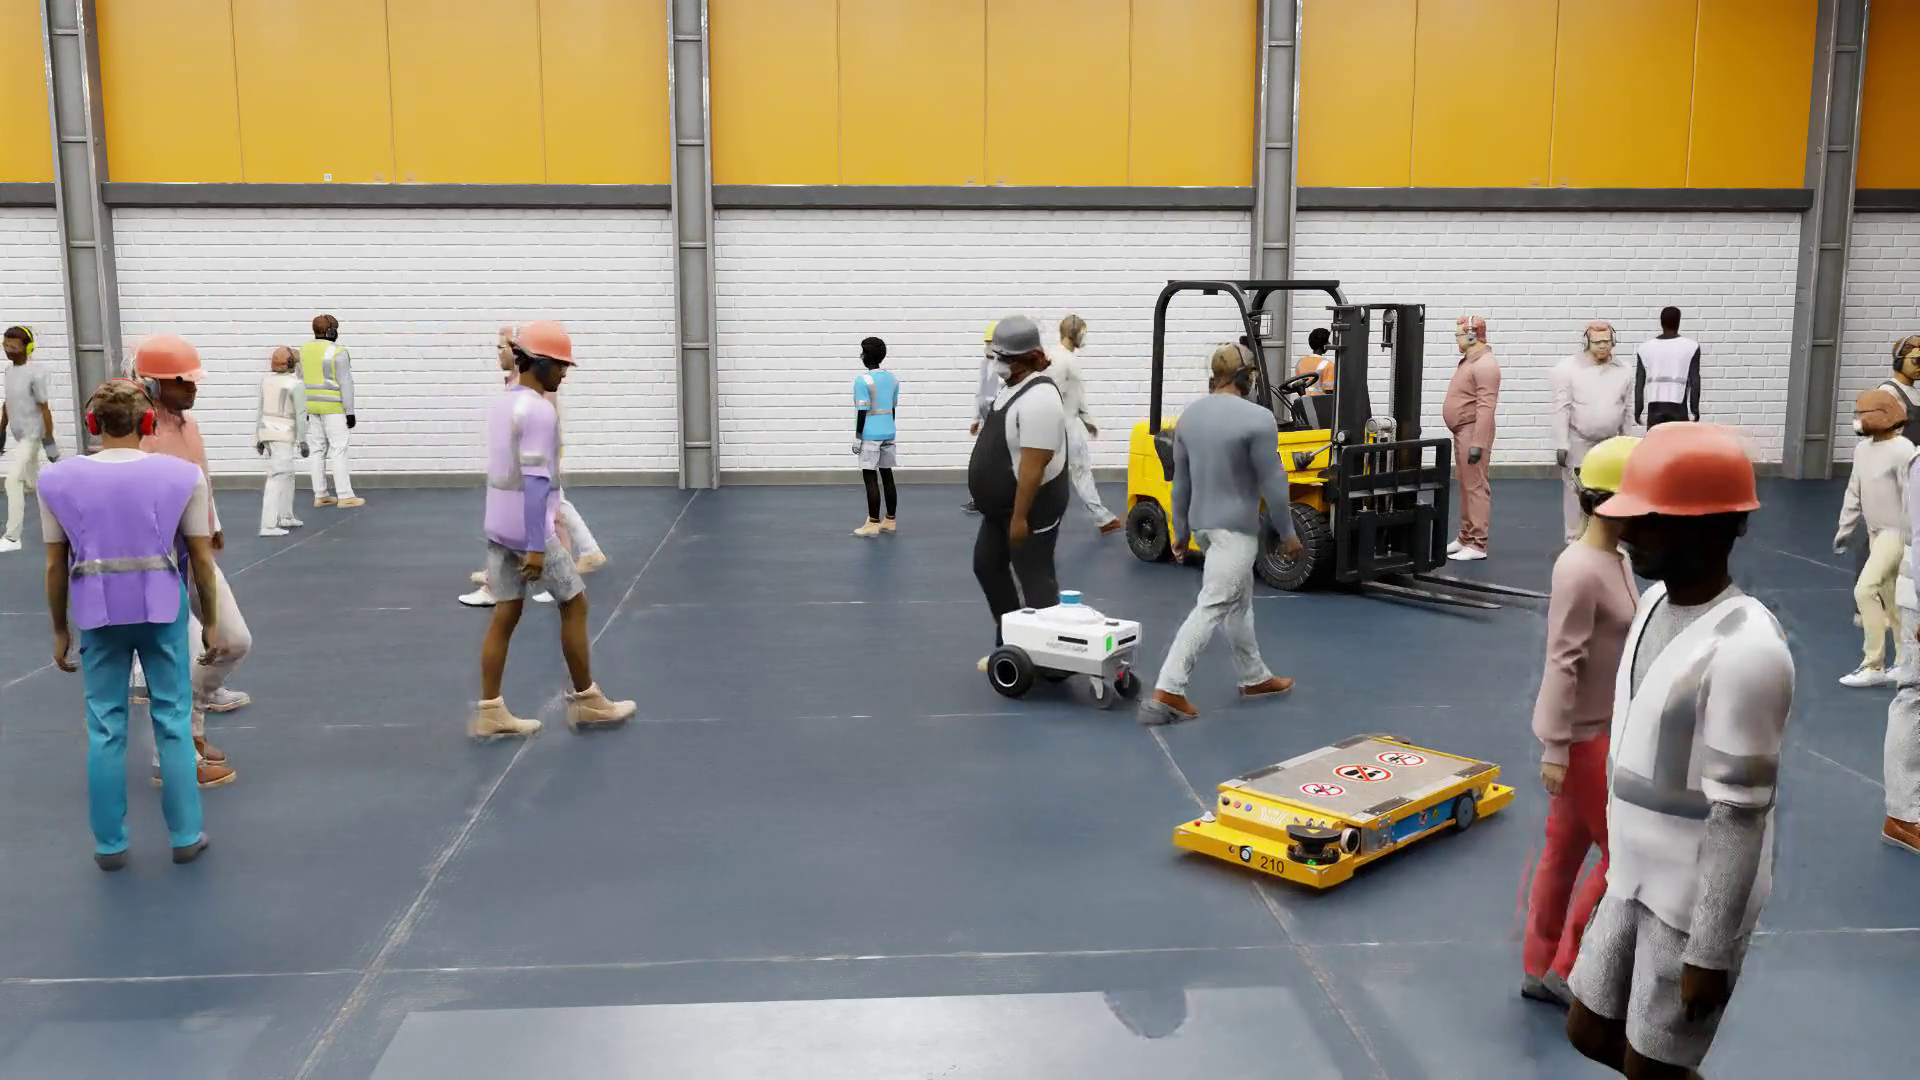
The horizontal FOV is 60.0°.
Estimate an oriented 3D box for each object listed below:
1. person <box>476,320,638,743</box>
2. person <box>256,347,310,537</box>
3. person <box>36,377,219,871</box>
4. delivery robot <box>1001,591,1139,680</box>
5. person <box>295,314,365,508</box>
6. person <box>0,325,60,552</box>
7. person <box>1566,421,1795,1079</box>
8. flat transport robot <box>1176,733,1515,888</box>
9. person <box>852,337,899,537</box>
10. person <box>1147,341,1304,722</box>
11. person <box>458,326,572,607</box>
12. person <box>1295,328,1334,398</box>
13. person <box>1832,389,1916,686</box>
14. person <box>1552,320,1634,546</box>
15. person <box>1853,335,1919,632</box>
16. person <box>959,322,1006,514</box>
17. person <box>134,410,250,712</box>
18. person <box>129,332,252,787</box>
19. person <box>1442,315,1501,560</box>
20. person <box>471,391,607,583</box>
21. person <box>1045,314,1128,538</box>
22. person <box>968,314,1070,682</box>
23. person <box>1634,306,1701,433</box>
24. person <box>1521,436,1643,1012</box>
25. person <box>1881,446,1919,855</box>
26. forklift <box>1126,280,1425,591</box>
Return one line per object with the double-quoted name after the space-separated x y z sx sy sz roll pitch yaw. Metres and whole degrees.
-1.962 -0.042 7.978 0.910 1.988 0.652 -7 12 -38 "person"
-5.782 -0.843 14.221 0.518 1.595 0.650 6 11 33 "person"
-3.071 0.322 6.193 0.575 1.839 0.398 -4 10 -23 "person"
0.576 0.510 8.715 0.707 0.478 0.477 6 11 35 "delivery robot"
-6.022 -1.228 15.891 0.623 1.845 0.430 4 10 24 "person"
-7.474 -0.832 13.457 0.547 1.829 0.874 8 12 40 "person"
1.525 0.713 3.449 0.547 1.924 0.564 0 9 2 "person"
1.559 1.035 6.600 1.431 0.197 0.652 -9 13 -44 "flat transport robot"
-0.725 -0.873 14.116 0.316 1.695 0.541 6 11 34 "person"
1.311 -0.050 8.381 1.032 1.898 0.646 -5 10 -30 "person"
-2.997 -0.486 11.143 0.868 1.873 0.651 0 9 0 "person"
3.584 -1.294 16.798 0.321 1.690 0.527 -6 11 -31 "person"
4.954 -0.007 8.969 0.600 1.601 0.513 1 9 5 "person"
4.795 -0.718 12.580 0.644 1.878 0.551 0 9 2 "person"
5.860 -0.360 10.439 0.347 1.842 0.505 9 13 44 "person"
0.387 -1.153 15.617 0.950 1.787 0.611 -6 11 -34 "person"
-3.926 -0.048 8.434 0.805 1.851 0.628 0 9 1 "person"
-3.318 0.109 7.088 0.437 1.972 0.626 0 9 1 "person"
3.965 -0.793 12.976 0.404 1.903 0.636 1 9 6 "person"
-3.056 -0.599 12.100 0.959 1.800 0.645 -2 9 -15 "person"
0.984 -0.949 14.036 1.025 1.880 0.622 1 9 5 "person"
0.296 -0.218 8.929 0.593 2.000 0.705 -1 9 -9 "person"
6.990 -1.346 16.443 0.601 1.928 0.431 6 11 32 "person"
1.895 0.570 4.865 0.481 1.747 0.553 6 11 32 "person"
3.829 0.234 6.392 0.605 1.943 0.402 -7 11 -37 "person"
2.301 -0.860 12.475 1.214 2.155 2.313 -6 11 -35 "forklift"
